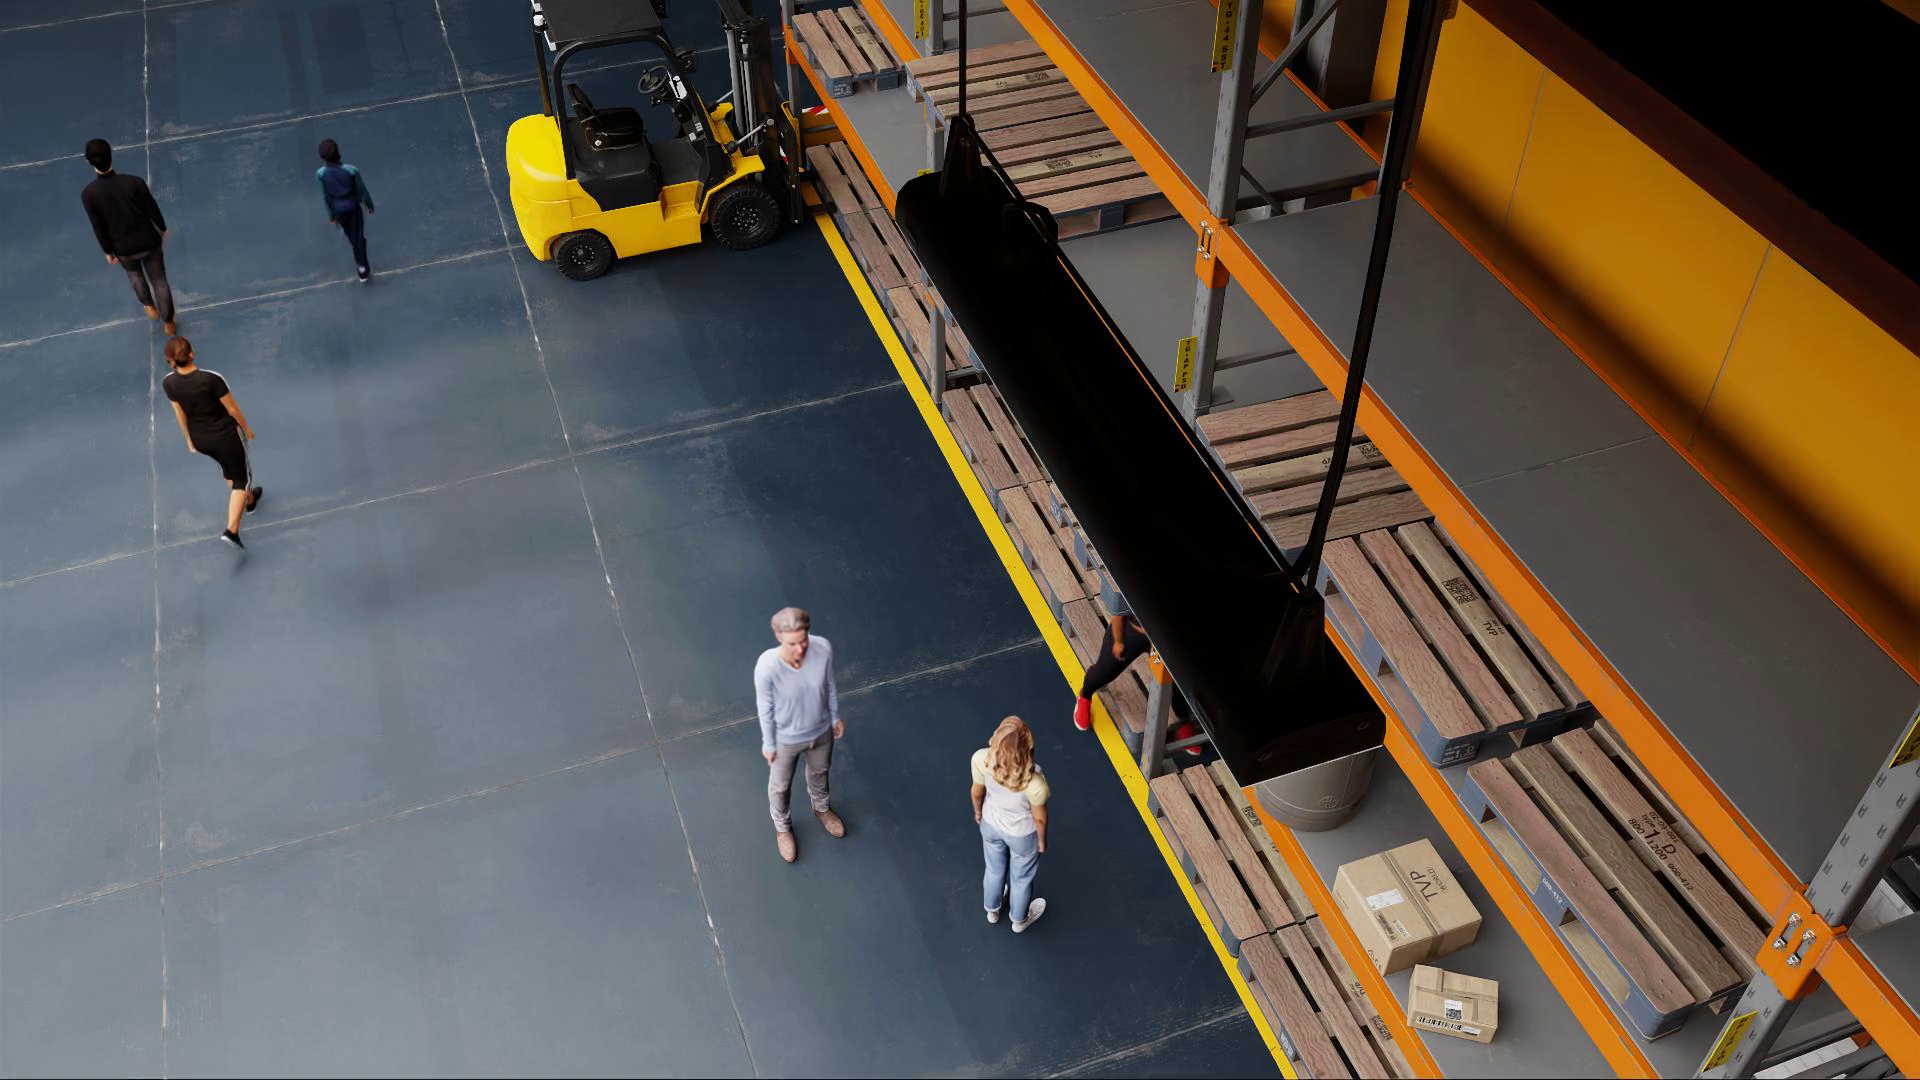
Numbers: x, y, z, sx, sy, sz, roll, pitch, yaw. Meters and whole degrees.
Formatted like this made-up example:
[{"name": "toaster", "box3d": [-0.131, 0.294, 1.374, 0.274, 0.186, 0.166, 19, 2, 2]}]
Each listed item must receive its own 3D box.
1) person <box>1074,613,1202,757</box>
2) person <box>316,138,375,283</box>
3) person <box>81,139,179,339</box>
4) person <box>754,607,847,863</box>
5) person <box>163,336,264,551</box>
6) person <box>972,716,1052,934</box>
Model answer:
[{"name": "person", "box3d": [1.185, 0.594, 10.105, 1.049, 1.779, 0.948, -2, 44, -2]}, {"name": "person", "box3d": [-5.173, -2.765, 14.033, 0.631, 1.224, 0.933, -6, 44, -6]}, {"name": "person", "box3d": [-6.577, -2.362, 13.260, 0.651, 1.706, 0.795, -14, 45, -15]}, {"name": "person", "box3d": [-0.923, 1.114, 9.554, 0.688, 1.786, 0.575, -22, 48, -21]}, {"name": "person", "box3d": [-5.167, -0.664, 11.525, 0.864, 1.641, 1.095, 3, 44, 3]}, {"name": "person", "box3d": [0.280, 1.572, 9.118, 0.698, 1.723, 0.767, 20, 47, 20]}]
